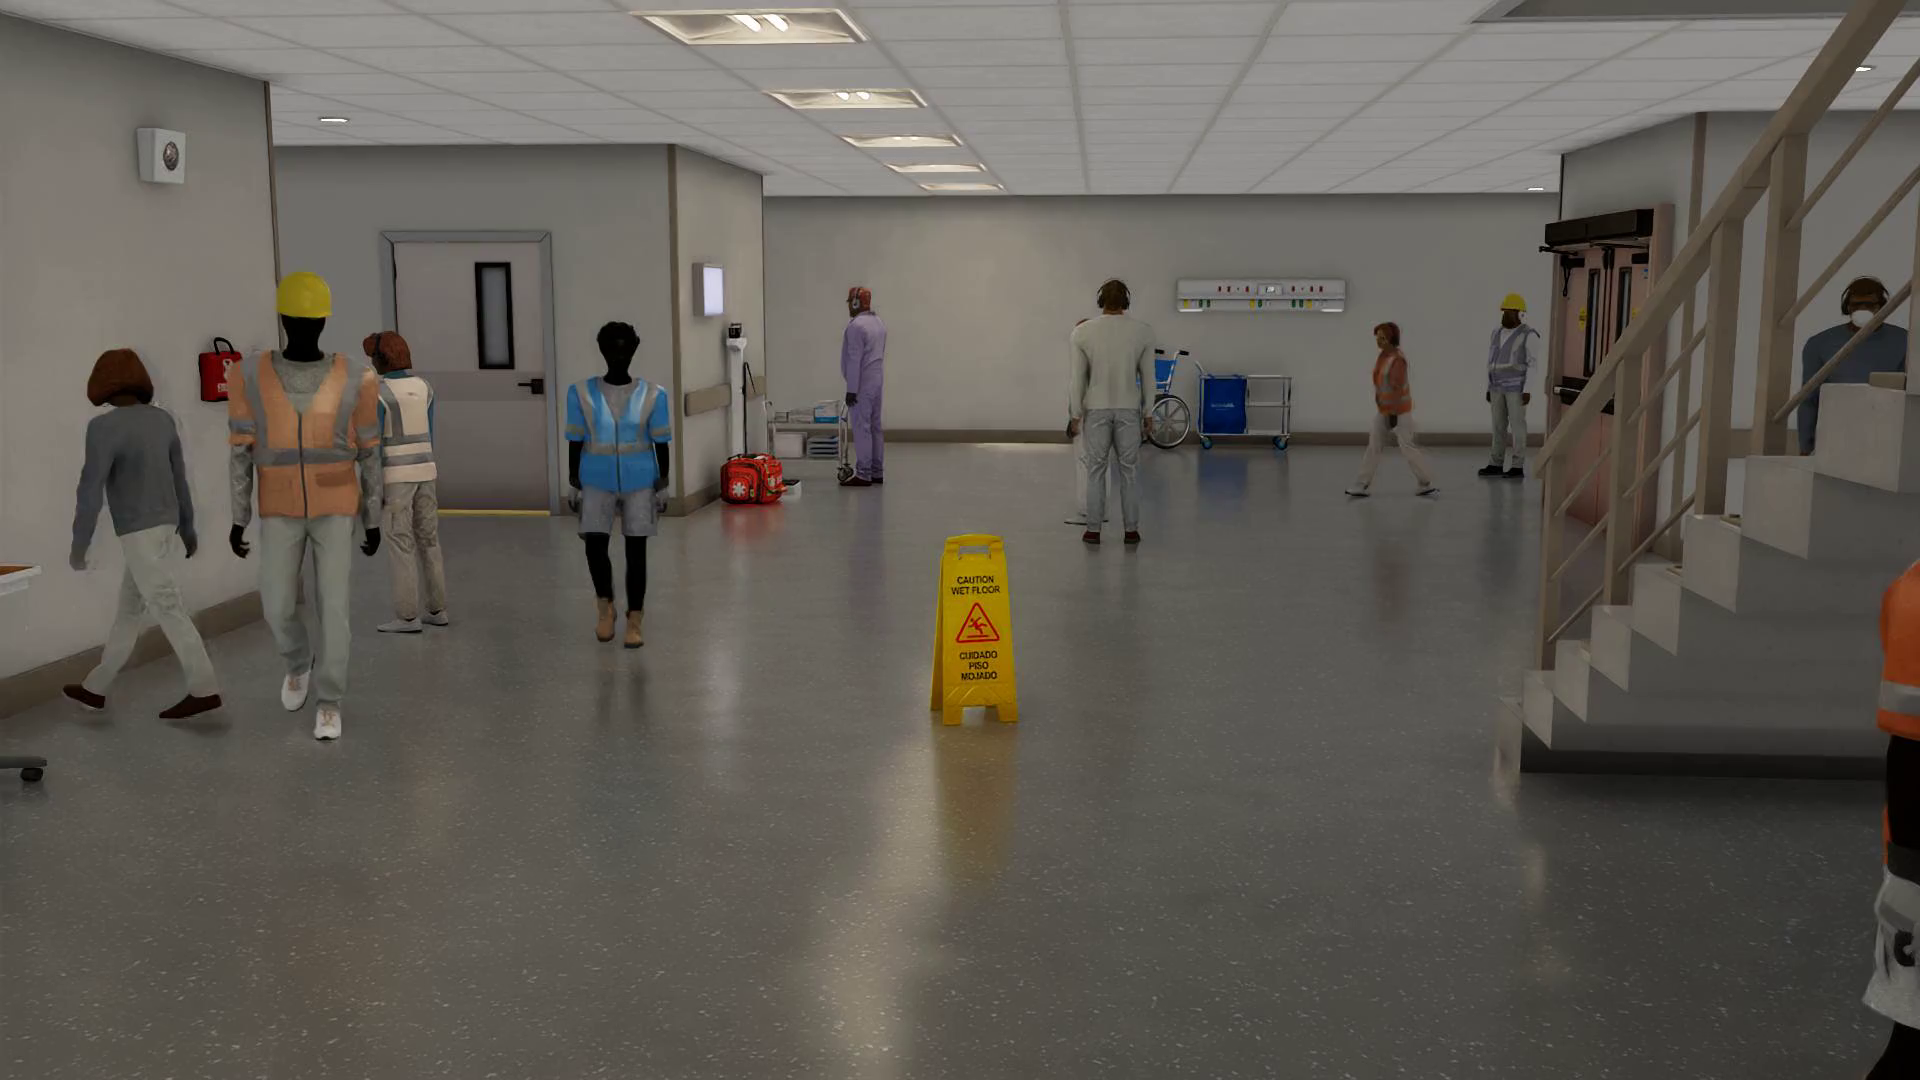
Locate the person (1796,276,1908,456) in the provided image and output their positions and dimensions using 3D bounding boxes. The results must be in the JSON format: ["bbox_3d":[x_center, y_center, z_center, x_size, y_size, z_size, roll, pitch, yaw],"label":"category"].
[{"bbox_3d":[5.151,-0.544,9.566,0.635,1.929,0.386,5,10,30],"label":"person"}]

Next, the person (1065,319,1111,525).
[{"bbox_3d":[1.046,-0.935,13.209,0.313,1.633,0.519,7,11,39],"label":"person"}]

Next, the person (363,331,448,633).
[{"bbox_3d":[-3.010,-0.309,8.979,0.324,1.629,0.507,4,9,23],"label":"person"}]

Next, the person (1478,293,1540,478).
[{"bbox_3d":[5.466,-1.534,16.582,0.404,1.836,0.595,-4,9,-28],"label":"person"}]

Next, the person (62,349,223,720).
[{"bbox_3d":[-3.563,-0.021,7.124,0.805,1.574,0.580,1,8,6],"label":"person"}]

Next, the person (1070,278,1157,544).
[{"bbox_3d":[1.112,-0.930,12.133,0.636,1.939,0.364,0,8,0],"label":"person"}]

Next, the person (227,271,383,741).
[{"bbox_3d":[-2.687,-0.143,6.857,0.614,1.913,0.499,-2,9,-16],"label":"person"}]

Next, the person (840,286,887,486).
[{"bbox_3d":[-0.941,-1.462,15.896,0.399,1.904,0.651,3,9,20],"label":"person"}]

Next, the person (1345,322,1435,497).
[{"bbox_3d":[3.895,-1.165,14.949,0.845,1.577,0.550,-2,9,-11],"label":"person"}]

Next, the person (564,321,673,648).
[{"bbox_3d":[-1.739,-0.275,8.510,0.544,1.682,0.367,-2,9,-12],"label":"person"}]

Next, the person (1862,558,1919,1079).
[{"bbox_3d":[1.794,0.559,2.842,0.542,1.699,0.320,-2,9,-12],"label":"person"}]
